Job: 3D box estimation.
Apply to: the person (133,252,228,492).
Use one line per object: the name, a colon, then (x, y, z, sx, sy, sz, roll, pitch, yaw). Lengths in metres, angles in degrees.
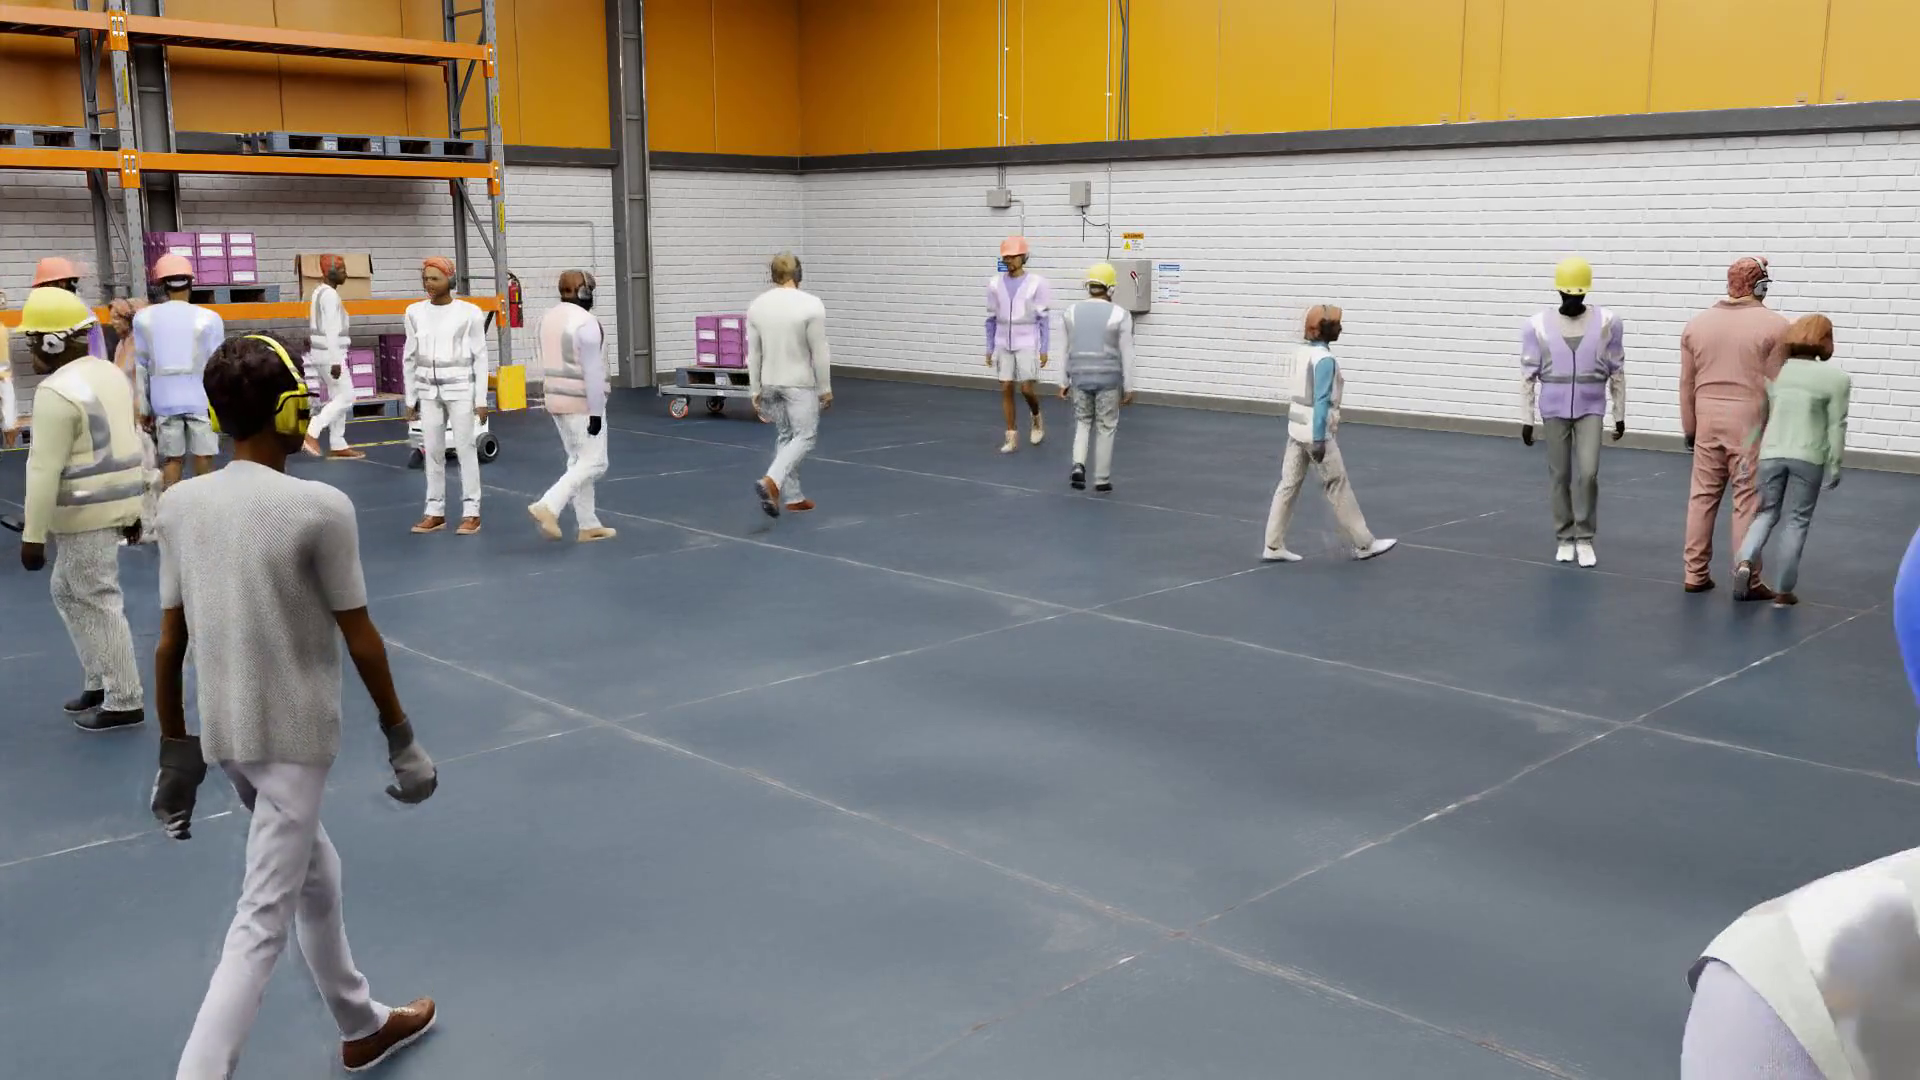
person: (-4.938, -0.861, 10.582, 0.569, 1.911, 0.537, -1, 10, -8)

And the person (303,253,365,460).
person: (-5.675, -1.628, 14.894, 0.494, 1.869, 0.606, -6, 12, -29)

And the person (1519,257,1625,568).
person: (3.739, -0.778, 10.176, 0.628, 1.889, 0.620, 4, 11, 19)

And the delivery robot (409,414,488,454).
delivery robot: (-4.500, -0.973, 14.649, 0.477, 0.478, 0.707, 5, 12, 27)

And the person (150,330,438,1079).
person: (-1.511, 0.461, 3.652, 0.518, 1.825, 0.968, 5, 12, 25)

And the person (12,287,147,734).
person: (-3.587, -0.101, 6.701, 0.539, 1.811, 0.625, -1, 10, -5)

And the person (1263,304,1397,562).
person: (2.269, -0.642, 10.228, 0.831, 1.591, 0.541, -1, 10, -7)

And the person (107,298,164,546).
person: (-5.288, -0.769, 10.884, 0.463, 1.628, 0.526, -9, 14, -42)

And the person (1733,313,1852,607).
person: (4.483, -0.416, 8.993, 0.450, 1.613, 0.512, -10, 14, -43)

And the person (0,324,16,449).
person: (-6.074, -0.749, 10.091, 0.548, 1.858, 1.084, -2, 11, -12)

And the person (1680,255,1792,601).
person: (4.345, -0.620, 9.288, 0.405, 1.911, 0.636, -7, 13, -35)

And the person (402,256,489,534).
person: (-3.483, -0.966, 11.273, 0.595, 1.876, 0.338, 2, 11, 9)

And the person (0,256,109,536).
person: (-5.966, -0.953, 11.182, 1.002, 1.867, 0.539, -10, 15, -44)

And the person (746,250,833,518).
person: (-1.257, -1.082, 11.788, 0.628, 1.921, 0.765, 6, 12, 30)

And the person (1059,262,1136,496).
person: (1.076, -1.243, 12.926, 0.612, 1.813, 0.423, 5, 11, 24)

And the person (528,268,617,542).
person: (-2.574, -0.860, 10.872, 0.614, 1.812, 0.630, -10, 14, -42)

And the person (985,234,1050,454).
person: (0.536, -1.815, 15.474, 0.609, 2.031, 0.531, 5, 11, 23)

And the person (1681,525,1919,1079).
person: (0.923, 0.856, 1.294, 0.795, 1.903, 0.399, -1, 10, -8)
